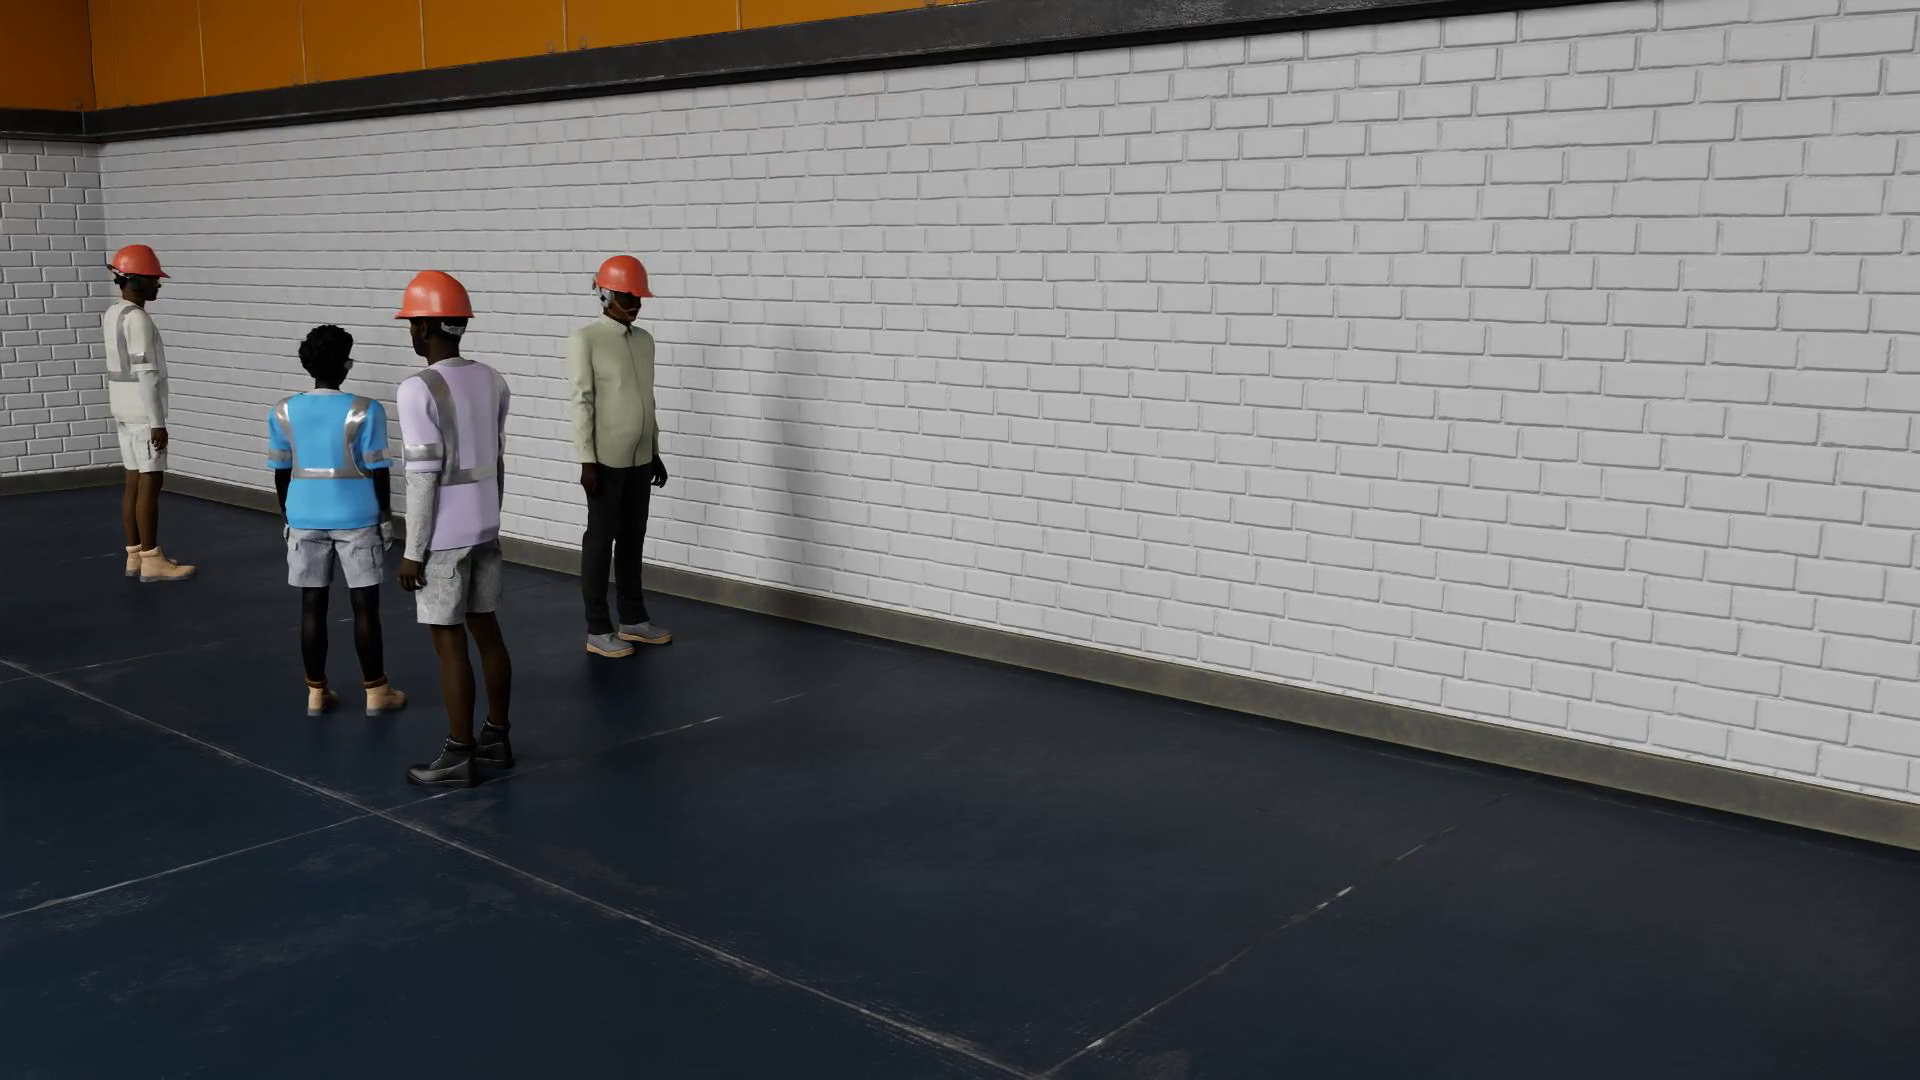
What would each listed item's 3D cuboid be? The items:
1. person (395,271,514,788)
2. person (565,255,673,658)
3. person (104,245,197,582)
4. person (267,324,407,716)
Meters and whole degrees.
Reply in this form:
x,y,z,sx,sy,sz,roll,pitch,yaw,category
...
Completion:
x,y,z,sx,sy,sz,roll,pitch,yaw,category
-1.920,-0.032,6.260,0.357,1.938,0.542,3,11,19,person
-1.693,-0.423,8.338,0.391,1.989,0.611,5,11,27,person
-4.961,-0.768,10.154,0.382,2.040,0.616,-9,13,-41,person
-2.695,-0.075,7.184,0.536,1.696,0.322,1,10,4,person
